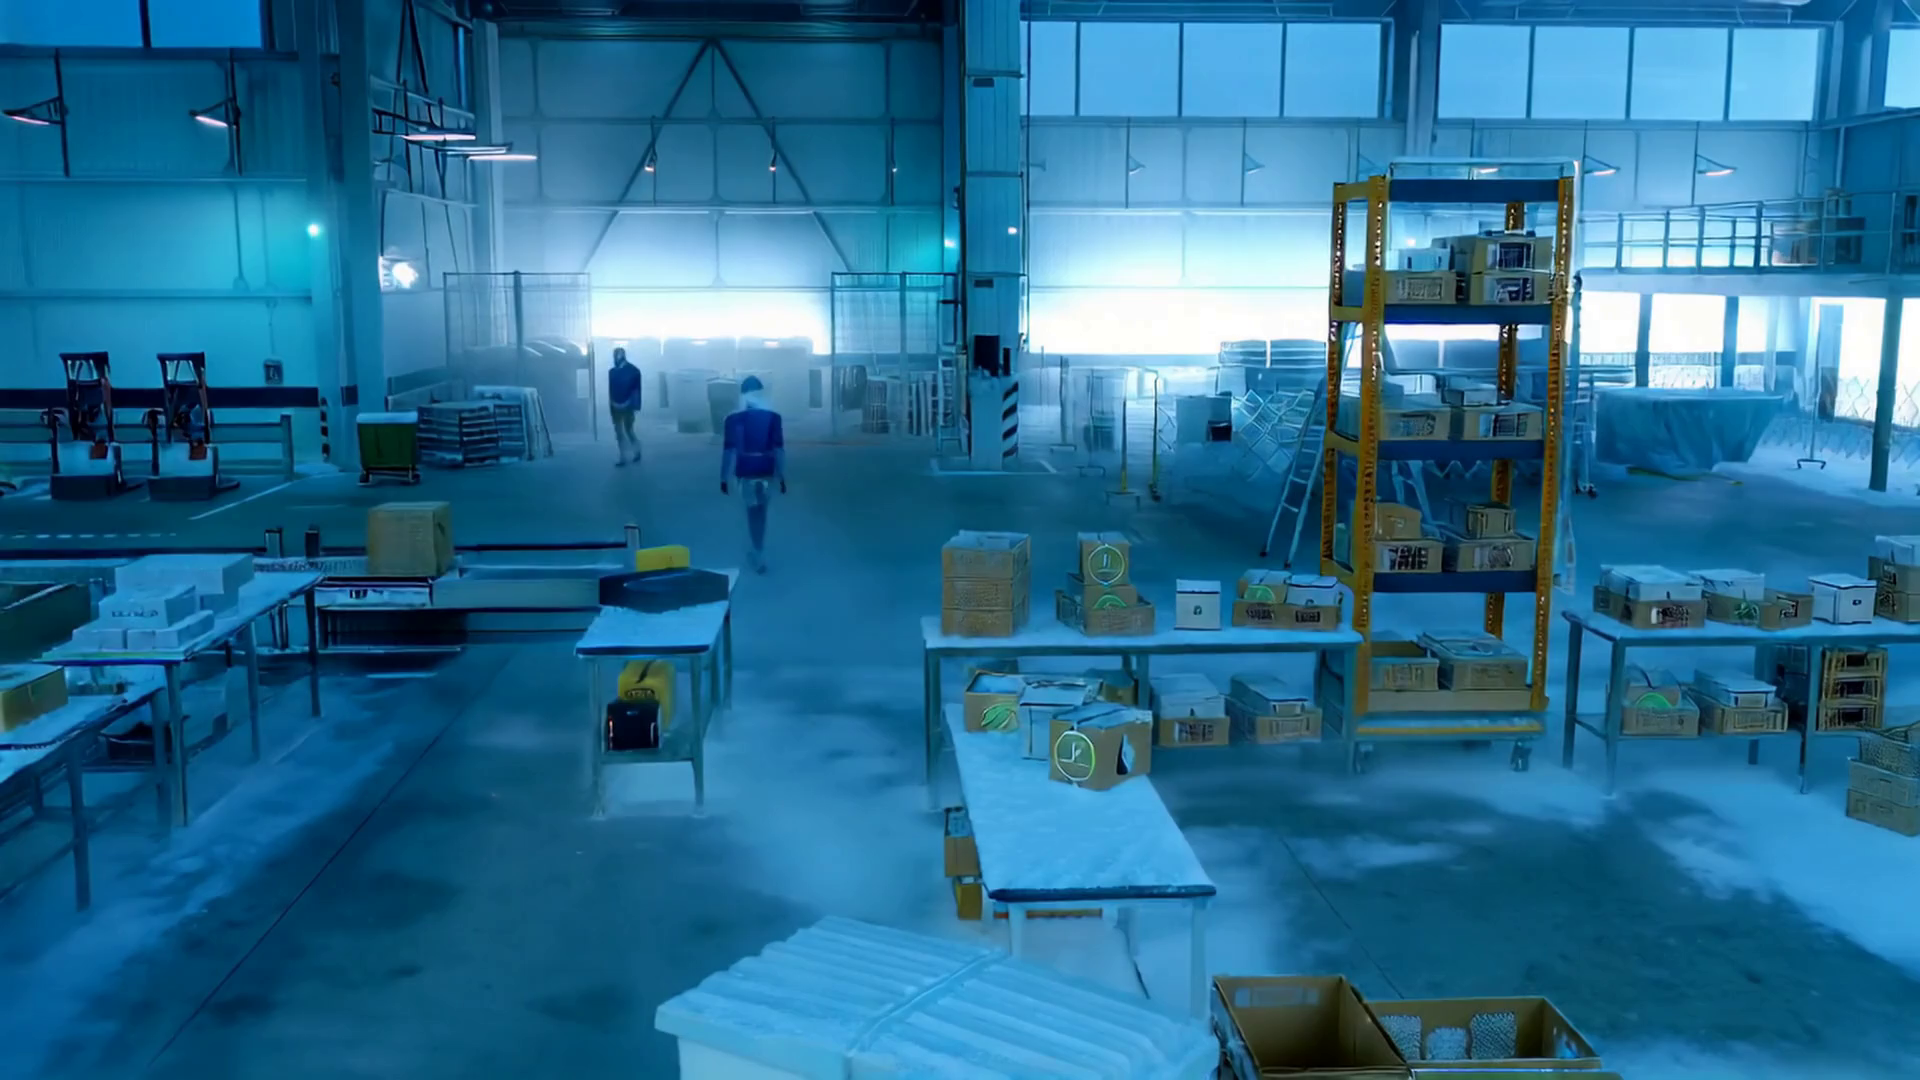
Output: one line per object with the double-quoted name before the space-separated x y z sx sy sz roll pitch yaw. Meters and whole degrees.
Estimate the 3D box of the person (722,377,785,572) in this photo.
"person" -2.136 -0.682 17.188 0.624 1.987 1.059 -3 10 -20

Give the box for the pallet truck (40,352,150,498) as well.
"pallet truck" -11.907 -1.642 23.165 0.823 1.965 1.885 0 9 0

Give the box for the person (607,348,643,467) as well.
"person" -5.320 -2.087 26.264 0.661 1.899 0.451 5 10 28

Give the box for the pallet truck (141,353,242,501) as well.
"pallet truck" -10.520 -1.604 22.925 0.823 1.965 1.885 -1 9 -6

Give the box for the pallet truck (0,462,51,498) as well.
"pallet truck" -13.193 -1.293 23.148 0.653 1.274 1.630 -1 9 -4
